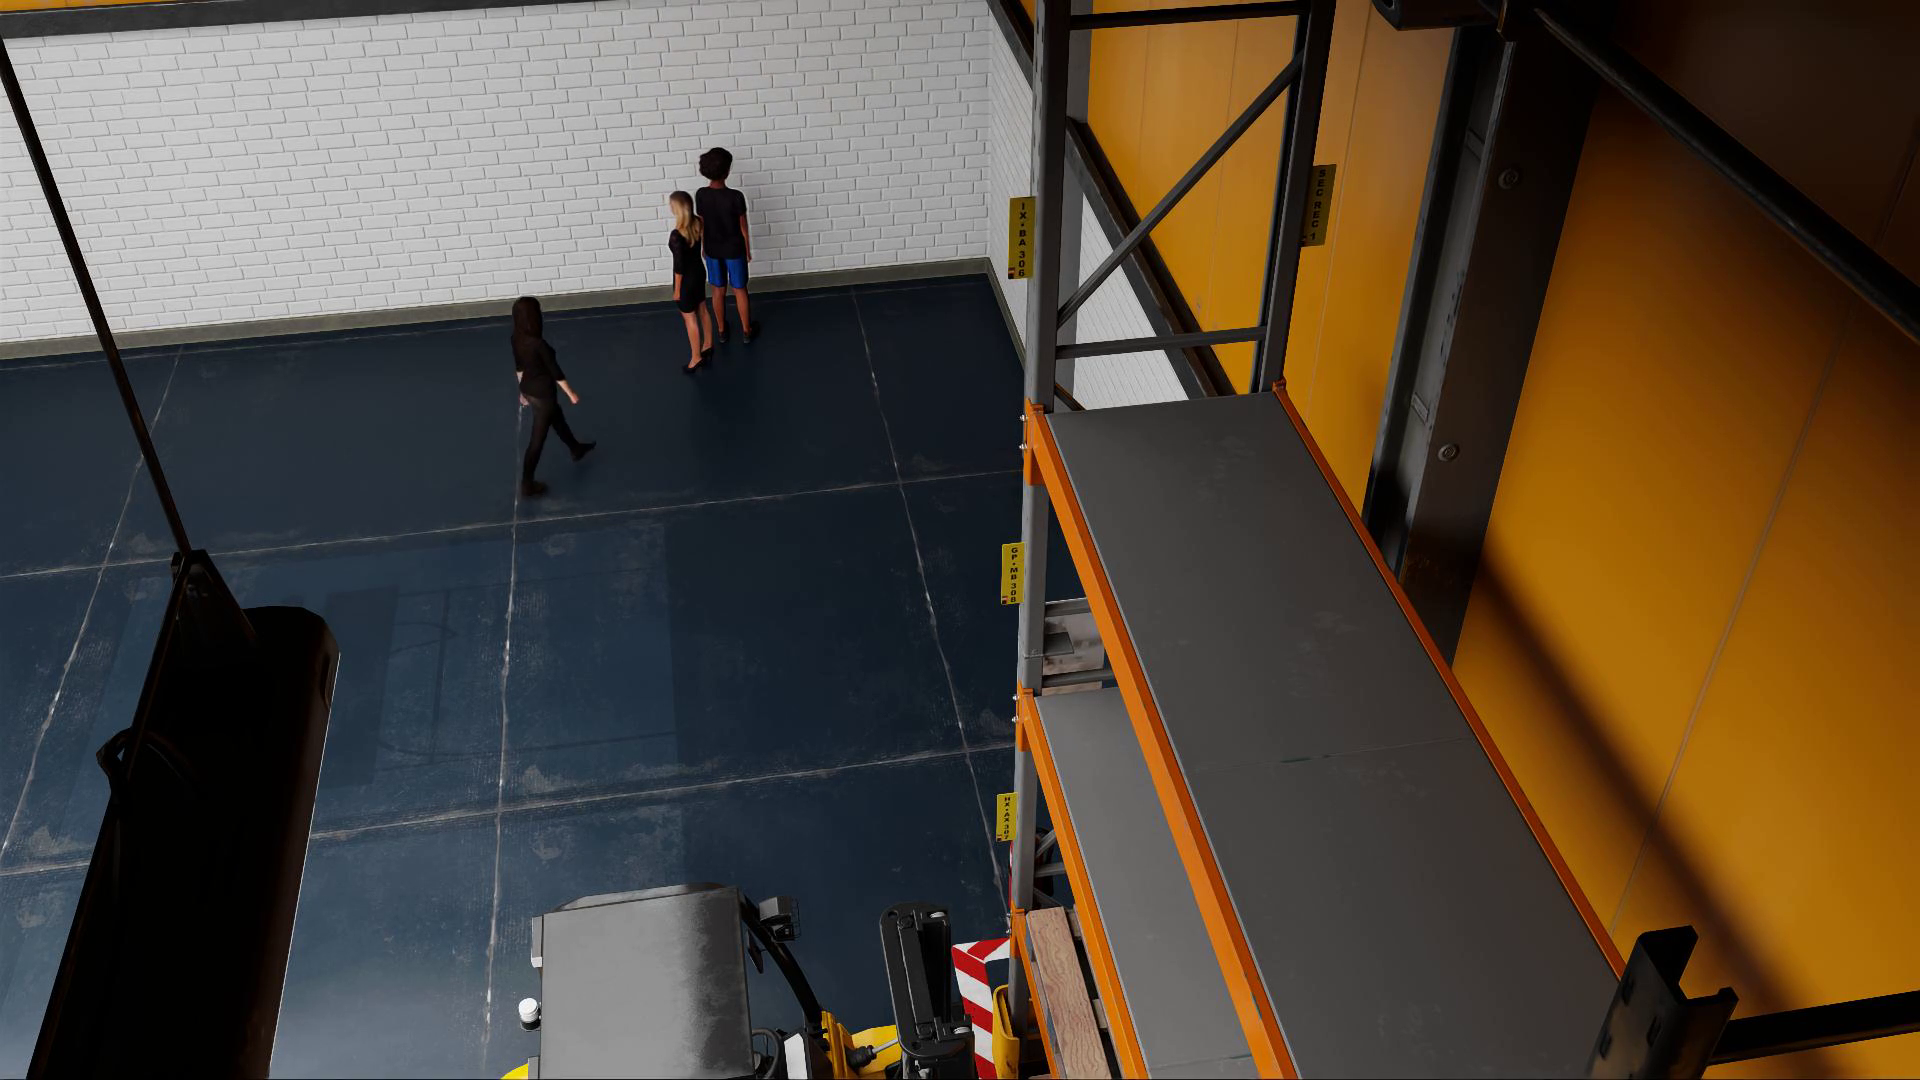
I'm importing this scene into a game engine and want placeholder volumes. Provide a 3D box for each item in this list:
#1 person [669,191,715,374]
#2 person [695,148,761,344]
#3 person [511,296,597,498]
[{"bbox_3d":[-2.274,-2.183,14.028,0.671,1.677,0.559,14,41,17],"label":"person"},{"bbox_3d":[-2.030,-2.520,14.357,0.655,1.794,0.647,4,39,5],"label":"person"},{"bbox_3d":[-3.251,-1.054,12.676,1.050,1.600,1.031,29,47,31],"label":"person"}]
